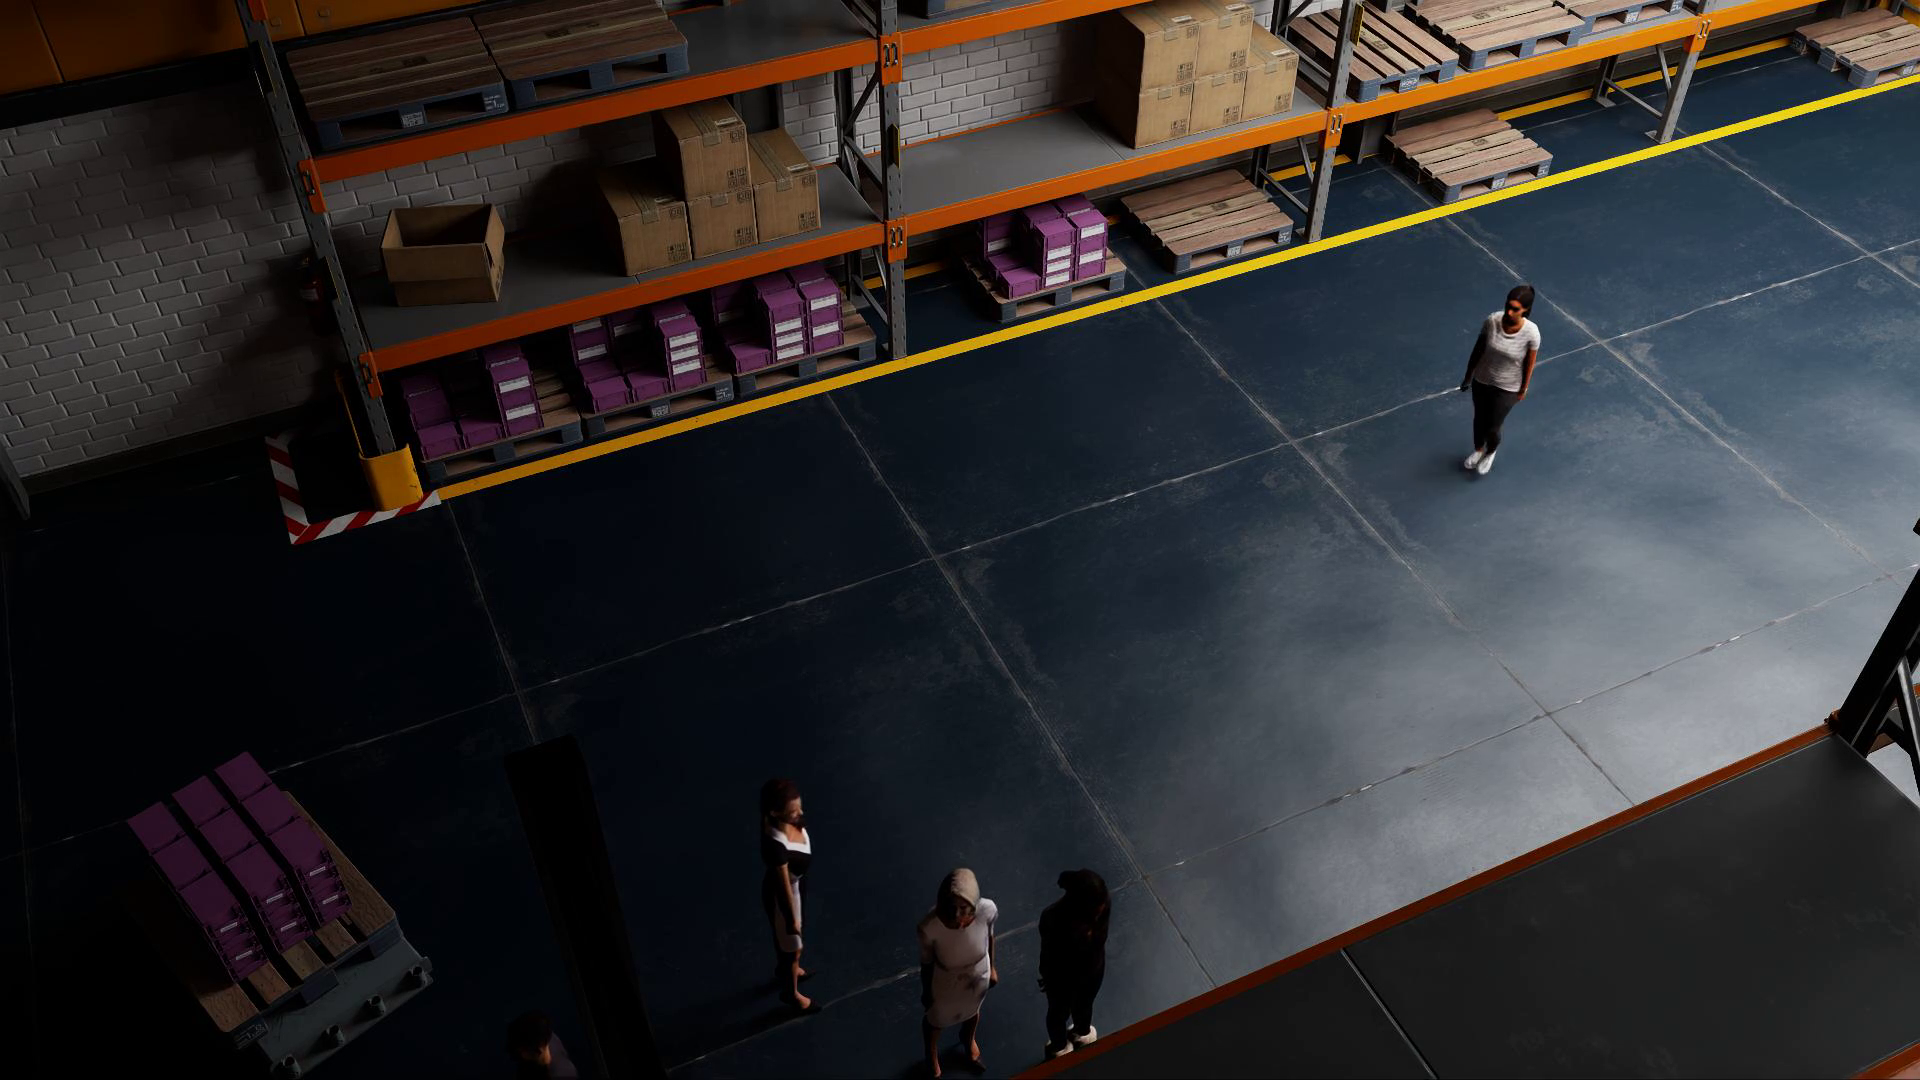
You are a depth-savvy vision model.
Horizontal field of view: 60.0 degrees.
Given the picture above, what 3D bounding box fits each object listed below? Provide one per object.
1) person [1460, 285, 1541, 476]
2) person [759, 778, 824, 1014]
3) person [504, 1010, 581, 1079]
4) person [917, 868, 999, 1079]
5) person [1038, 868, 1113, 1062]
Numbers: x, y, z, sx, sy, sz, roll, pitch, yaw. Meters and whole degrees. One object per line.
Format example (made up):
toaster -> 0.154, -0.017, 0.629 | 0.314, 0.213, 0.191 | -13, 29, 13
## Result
person -> 3.919, -1.185, 12.002 | 0.662, 1.635, 0.688 | 33, 53, 30
person -> -0.901, 1.861, 8.688 | 0.602, 1.795, 0.635 | -4, 44, -4
person -> -1.882, 2.717, 7.812 | 0.603, 1.764, 0.674 | -26, 49, -24
person -> -0.019, 2.189, 8.378 | 0.441, 1.749, 0.624 | -16, 46, -17
person -> 0.573, 2.173, 8.459 | 0.593, 1.661, 0.662 | 0, 44, 0
